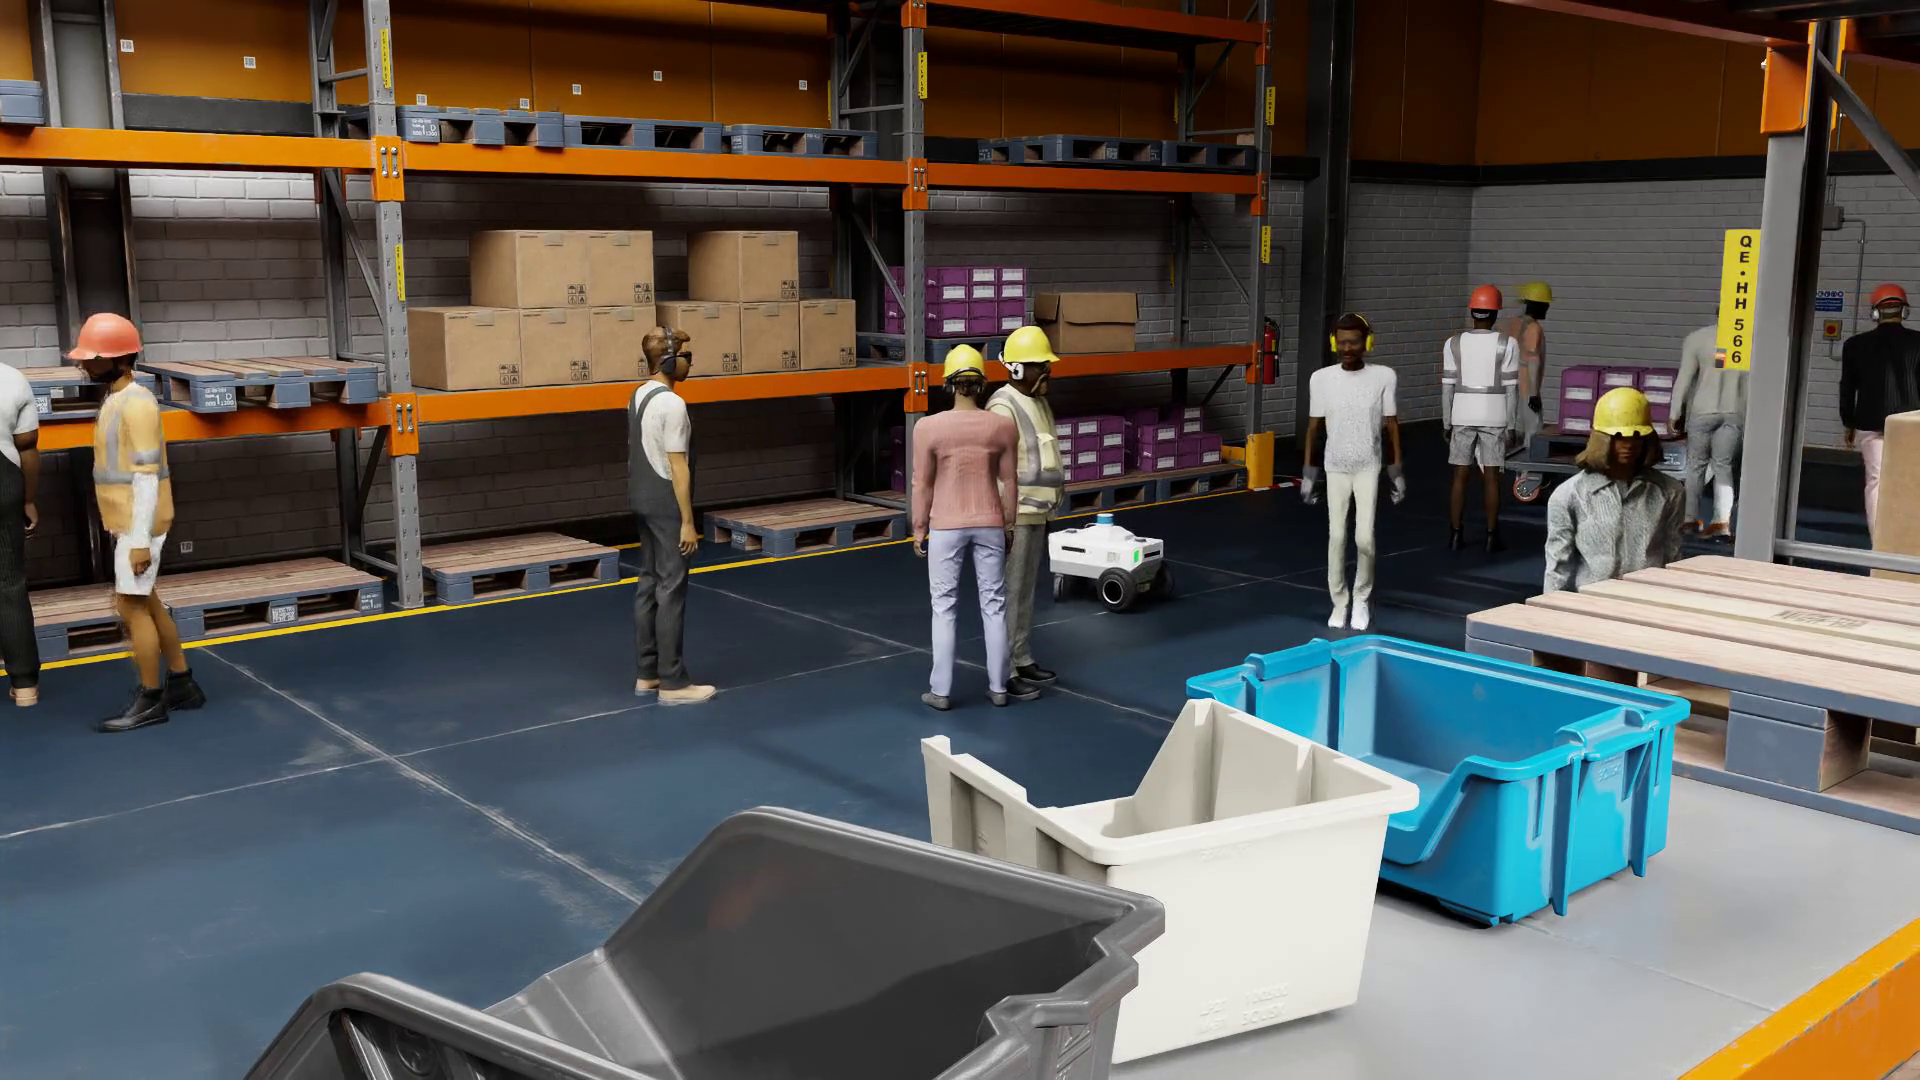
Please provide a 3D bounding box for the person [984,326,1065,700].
[{"bbox_3d":[0.318,-0.143,8.272,0.404,1.834,0.591,4,11,22],"label":"person"}]

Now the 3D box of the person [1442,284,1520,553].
[{"bbox_3d":[3.766,-0.872,12.059,0.542,1.939,0.361,5,11,27],"label":"person"}]

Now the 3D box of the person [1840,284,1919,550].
[{"bbox_3d":[6.579,-0.821,11.751,0.680,1.944,0.779,6,12,31],"label":"person"}]

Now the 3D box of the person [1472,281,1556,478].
[{"bbox_3d":[5.159,-1.441,15.369,0.686,1.897,0.600,0,10,3],"label":"person"}]

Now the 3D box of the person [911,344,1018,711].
[{"bbox_3d":[0.022,-0.057,8.020,0.520,1.759,0.348,-2,10,-13],"label":"person"}]

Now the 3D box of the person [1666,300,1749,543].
[{"bbox_3d":[5.714,-0.927,12.536,0.697,1.892,0.855,3,11,18],"label":"person"}]

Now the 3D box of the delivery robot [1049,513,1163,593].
[{"bbox_3d":[0.902,0.077,10.355,0.707,0.478,0.477,8,13,39],"label":"delivery robot"}]

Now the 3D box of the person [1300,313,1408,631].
[{"bbox_3d":[2.264,-0.380,9.574,0.584,1.842,0.531,4,11,19],"label":"person"}]

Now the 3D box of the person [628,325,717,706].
[{"bbox_3d":[-1.434,-0.119,8.105,0.326,1.843,0.516,-7,12,-34],"label":"person"}]

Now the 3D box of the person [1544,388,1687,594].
[{"bbox_3d":[2.327,0.324,5.925,0.500,1.735,0.324,0,10,0],"label":"person"}]

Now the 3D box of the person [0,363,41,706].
[{"bbox_3d":[-4.758,-0.180,7.897,0.539,2.000,0.688,10,14,44],"label":"person"}]

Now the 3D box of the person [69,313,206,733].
[{"bbox_3d":[-3.815,-0.072,7.711,0.457,1.932,0.562,-7,12,-33],"label":"person"}]
